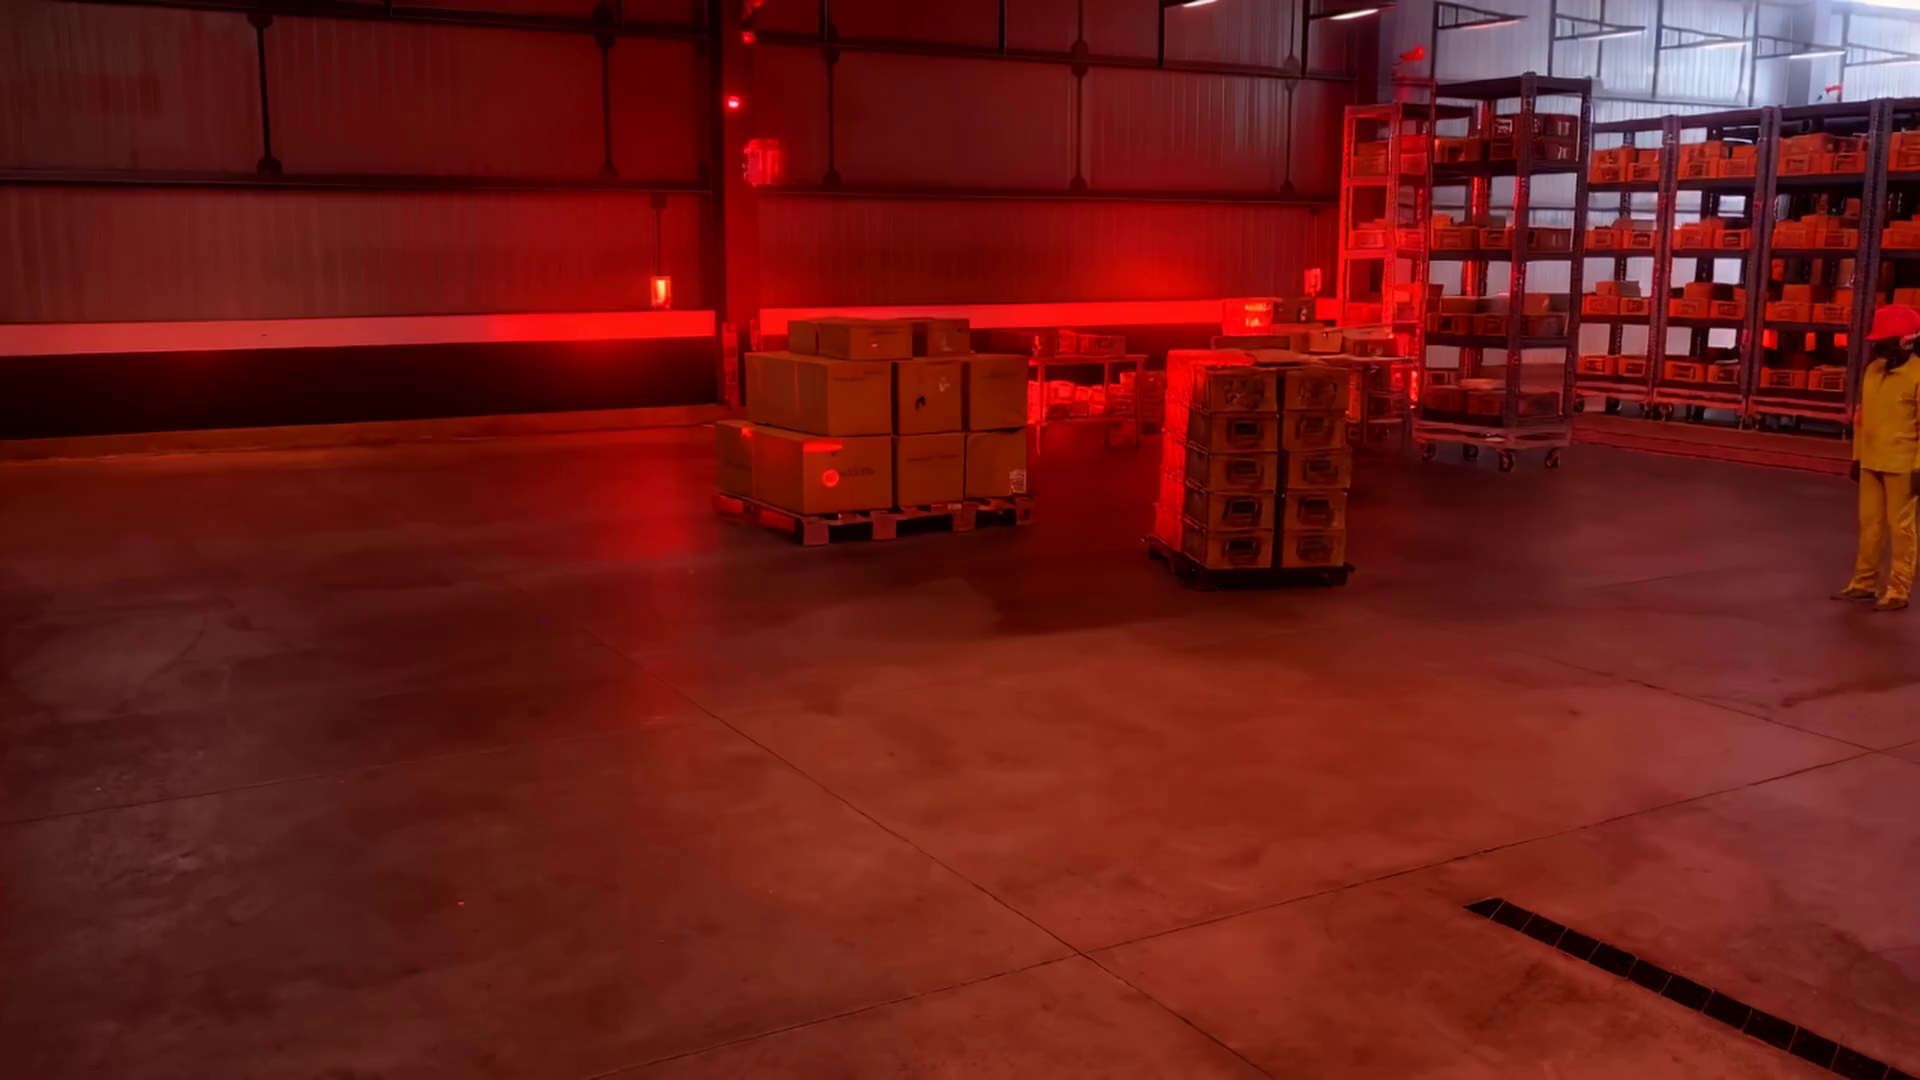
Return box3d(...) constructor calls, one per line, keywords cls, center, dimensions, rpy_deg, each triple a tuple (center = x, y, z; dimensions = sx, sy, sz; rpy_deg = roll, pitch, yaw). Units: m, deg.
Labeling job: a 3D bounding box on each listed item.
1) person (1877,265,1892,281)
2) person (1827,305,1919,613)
box3d(cls="person", center=(14.610, -3.487, 26.524), dimensions=(0.922, 1.784, 0.604), rpy_deg=(-10, 14, -44))
box3d(cls="person", center=(5.288, -0.461, 9.494), dimensions=(0.338, 1.744, 0.560), rpy_deg=(-2, 10, -12))
